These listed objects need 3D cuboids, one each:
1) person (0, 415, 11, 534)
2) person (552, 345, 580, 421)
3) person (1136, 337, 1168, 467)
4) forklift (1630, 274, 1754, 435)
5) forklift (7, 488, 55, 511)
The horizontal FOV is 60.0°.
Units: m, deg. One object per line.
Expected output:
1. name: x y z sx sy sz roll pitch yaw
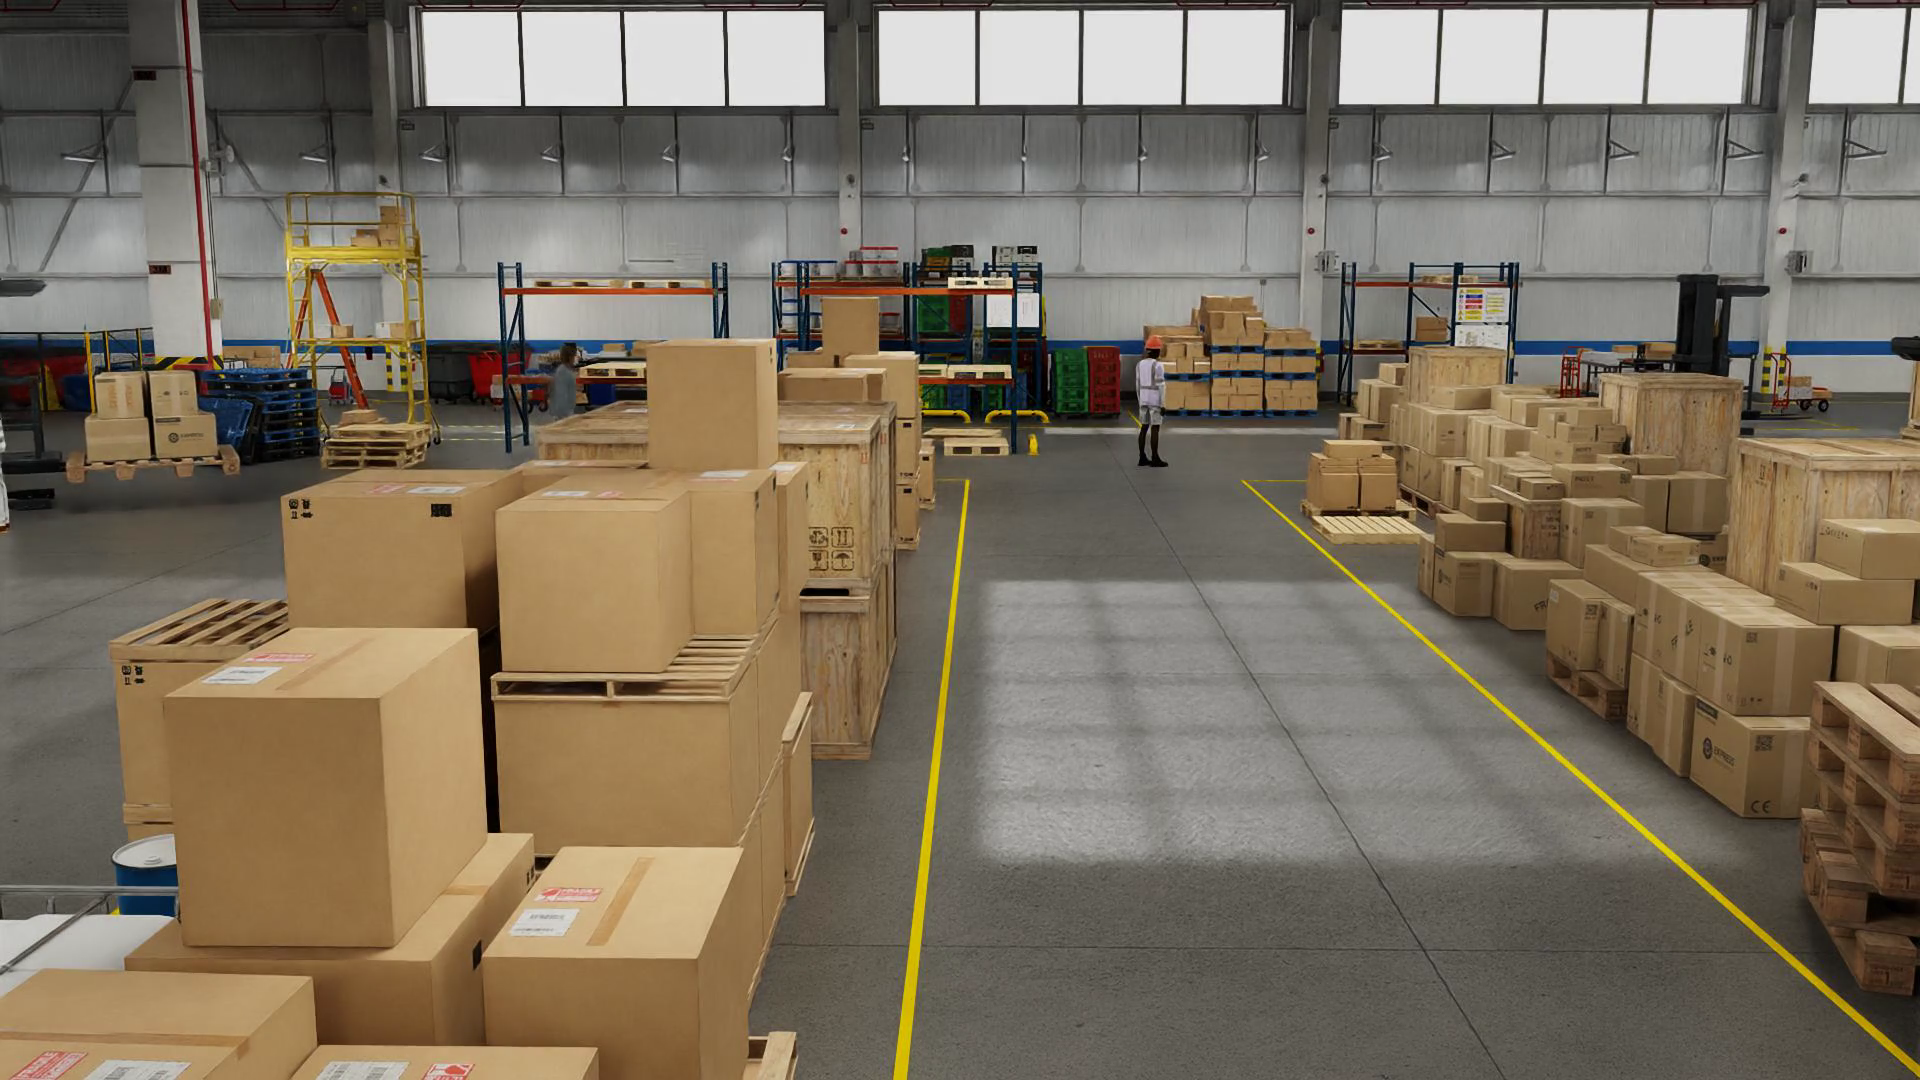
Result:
1. person: -10.867 -0.993 18.592 0.342 1.881 0.582 -4 10 -21
2. person: -5.210 -1.689 22.635 0.830 1.910 0.662 -2 10 -12
3. person: 2.856 -2.047 24.715 0.354 1.939 0.544 -8 12 -39
4. forklift: 12.880 -3.275 29.251 1.873 2.768 1.129 0 9 1
5. forklift: -12.138 -1.745 20.087 1.873 2.768 1.129 -5 11 -26
